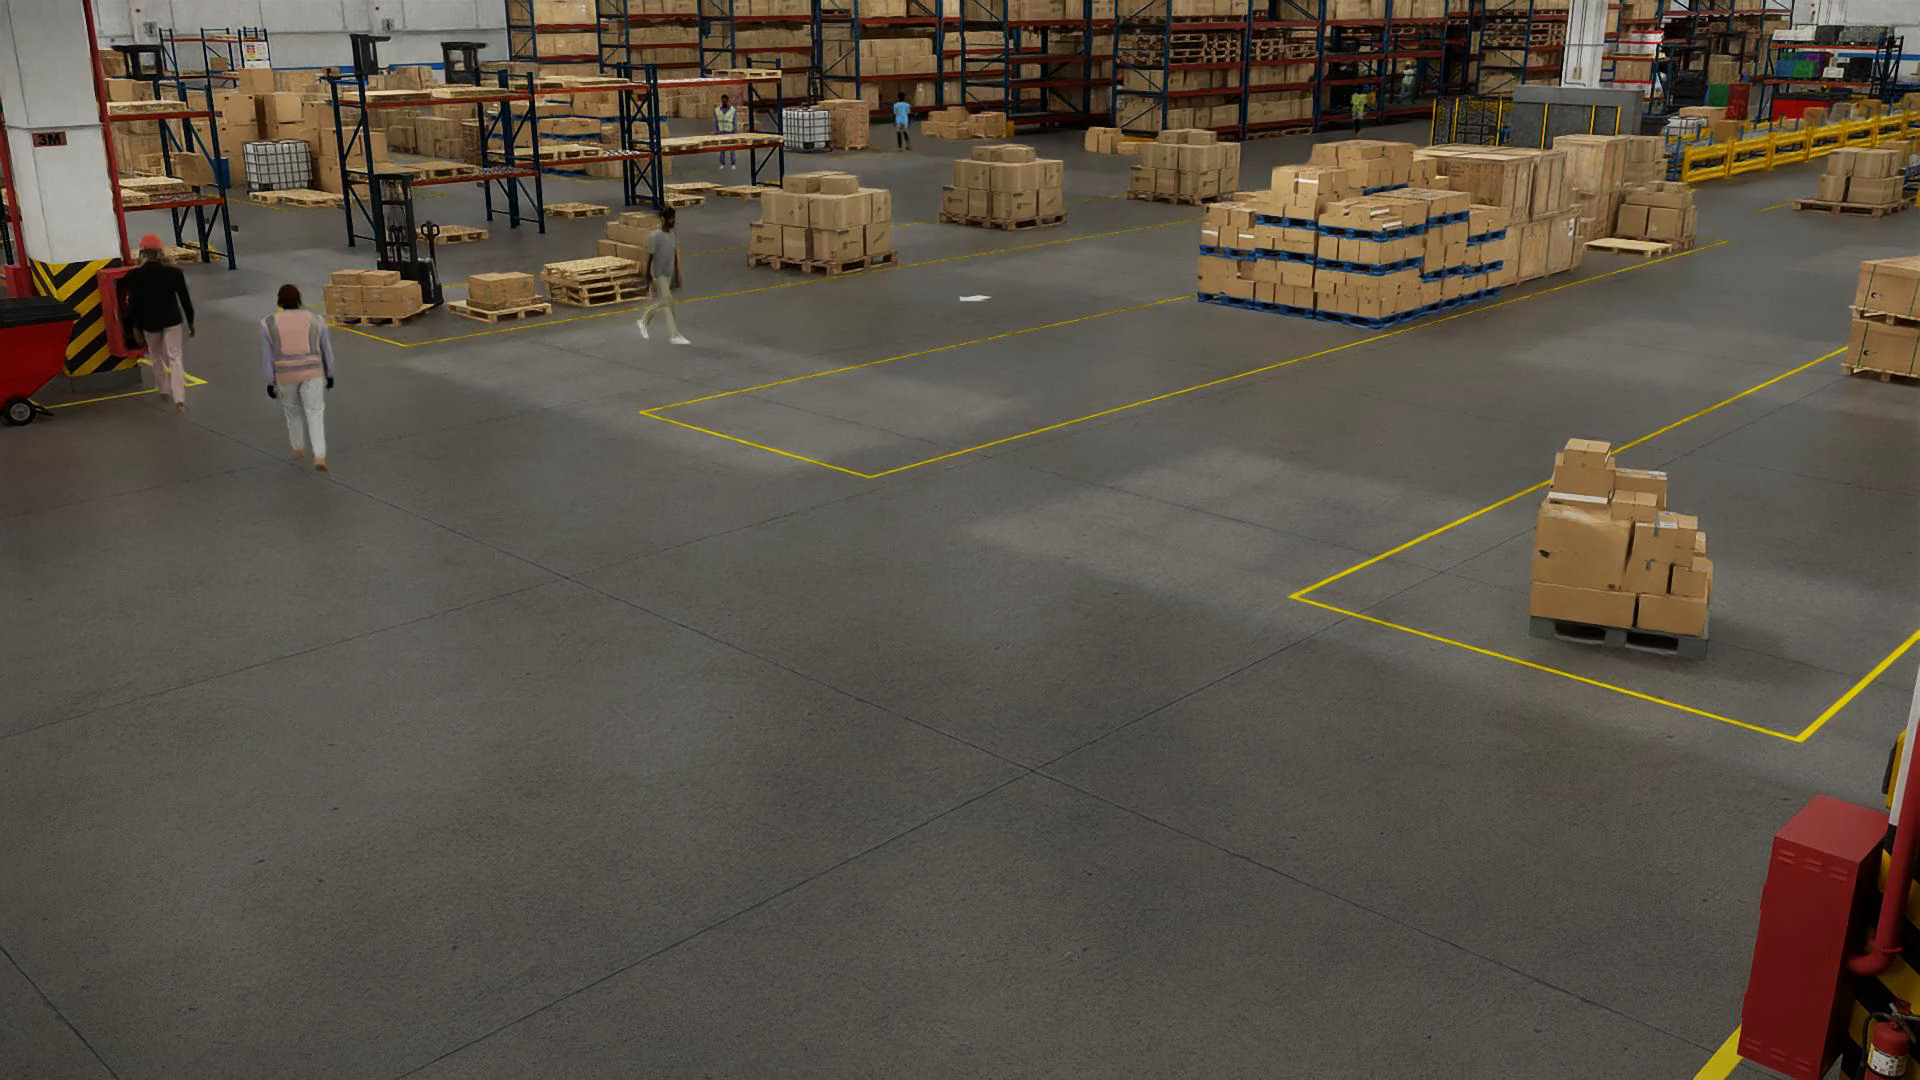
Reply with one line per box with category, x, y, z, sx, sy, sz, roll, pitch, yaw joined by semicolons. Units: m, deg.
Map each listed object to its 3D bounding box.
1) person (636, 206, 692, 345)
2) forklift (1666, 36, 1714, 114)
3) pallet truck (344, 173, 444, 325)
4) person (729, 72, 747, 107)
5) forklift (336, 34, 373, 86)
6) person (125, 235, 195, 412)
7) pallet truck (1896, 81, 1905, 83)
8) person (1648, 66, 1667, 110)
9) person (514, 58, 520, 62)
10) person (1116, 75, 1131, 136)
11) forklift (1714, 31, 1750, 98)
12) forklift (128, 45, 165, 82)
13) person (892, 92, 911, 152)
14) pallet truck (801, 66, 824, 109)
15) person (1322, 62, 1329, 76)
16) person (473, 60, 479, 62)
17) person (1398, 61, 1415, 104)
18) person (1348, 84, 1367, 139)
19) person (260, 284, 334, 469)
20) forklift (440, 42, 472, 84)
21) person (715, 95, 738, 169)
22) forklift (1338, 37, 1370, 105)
person;-3.986;-3.519;22.036;0.896;1.831;0.539;9;20;24
forklift;27.341;-17.291;61.877;1.129;2.768;1.873;17;25;41
pallet truck;-8.209;-4.181;23.757;0.823;1.965;1.885;3;19;9
person;-7.581;-15.021;56.623;0.709;1.873;0.413;6;19;19
forklift;-23.355;-18.333;65.015;1.129;2.768;1.873;17;25;41
person;-8.899;-2.428;18.583;0.641;1.937;1.057;-8;20;-22
pallet truck;34.802;-16.331;61.455;0.653;1.274;1.630;17;25;41
person;27.128;-17.548;64.577;0.605;1.670;0.339;8;20;23
person;-17.511;-18.002;65.565;0.520;1.933;0.661;3;19;8
person;5.124;-13.830;52.974;0.570;1.895;0.925;15;24;38
forklift;32.363;-19.911;69.771;1.129;2.768;1.873;17;25;41
forklift;-25.619;-14.248;52.709;1.873;2.768;1.129;13;22;34
person;-1.699;-12.069;48.014;0.539;1.687;0.369;-8;20;-22
pallet truck;-4.812;-15.182;56.903;0.823;1.965;1.885;-9;21;-26
person;14.811;-18.798;68.056;0.691;1.832;1.028;-8;20;-23
person;-18.403;-17.347;63.523;0.648;1.944;1.038;0;18;0
person;18.142;-18.501;67.323;0.869;1.735;0.544;-12;22;-32
person;12.423;-13.425;52.099;0.546;1.671;0.569;17;25;42
person;-6.471;-1.604;16.317;0.644;1.803;0.952;-8;20;-22
forklift;-16.800;-15.261;55.760;1.873;2.768;1.129;16;24;41
person;-6.079;-10.616;43.296;0.588;1.908;0.392;1;18;4
forklift;14.339;-17.228;61.688;1.129;2.768;1.873;17;25;41
